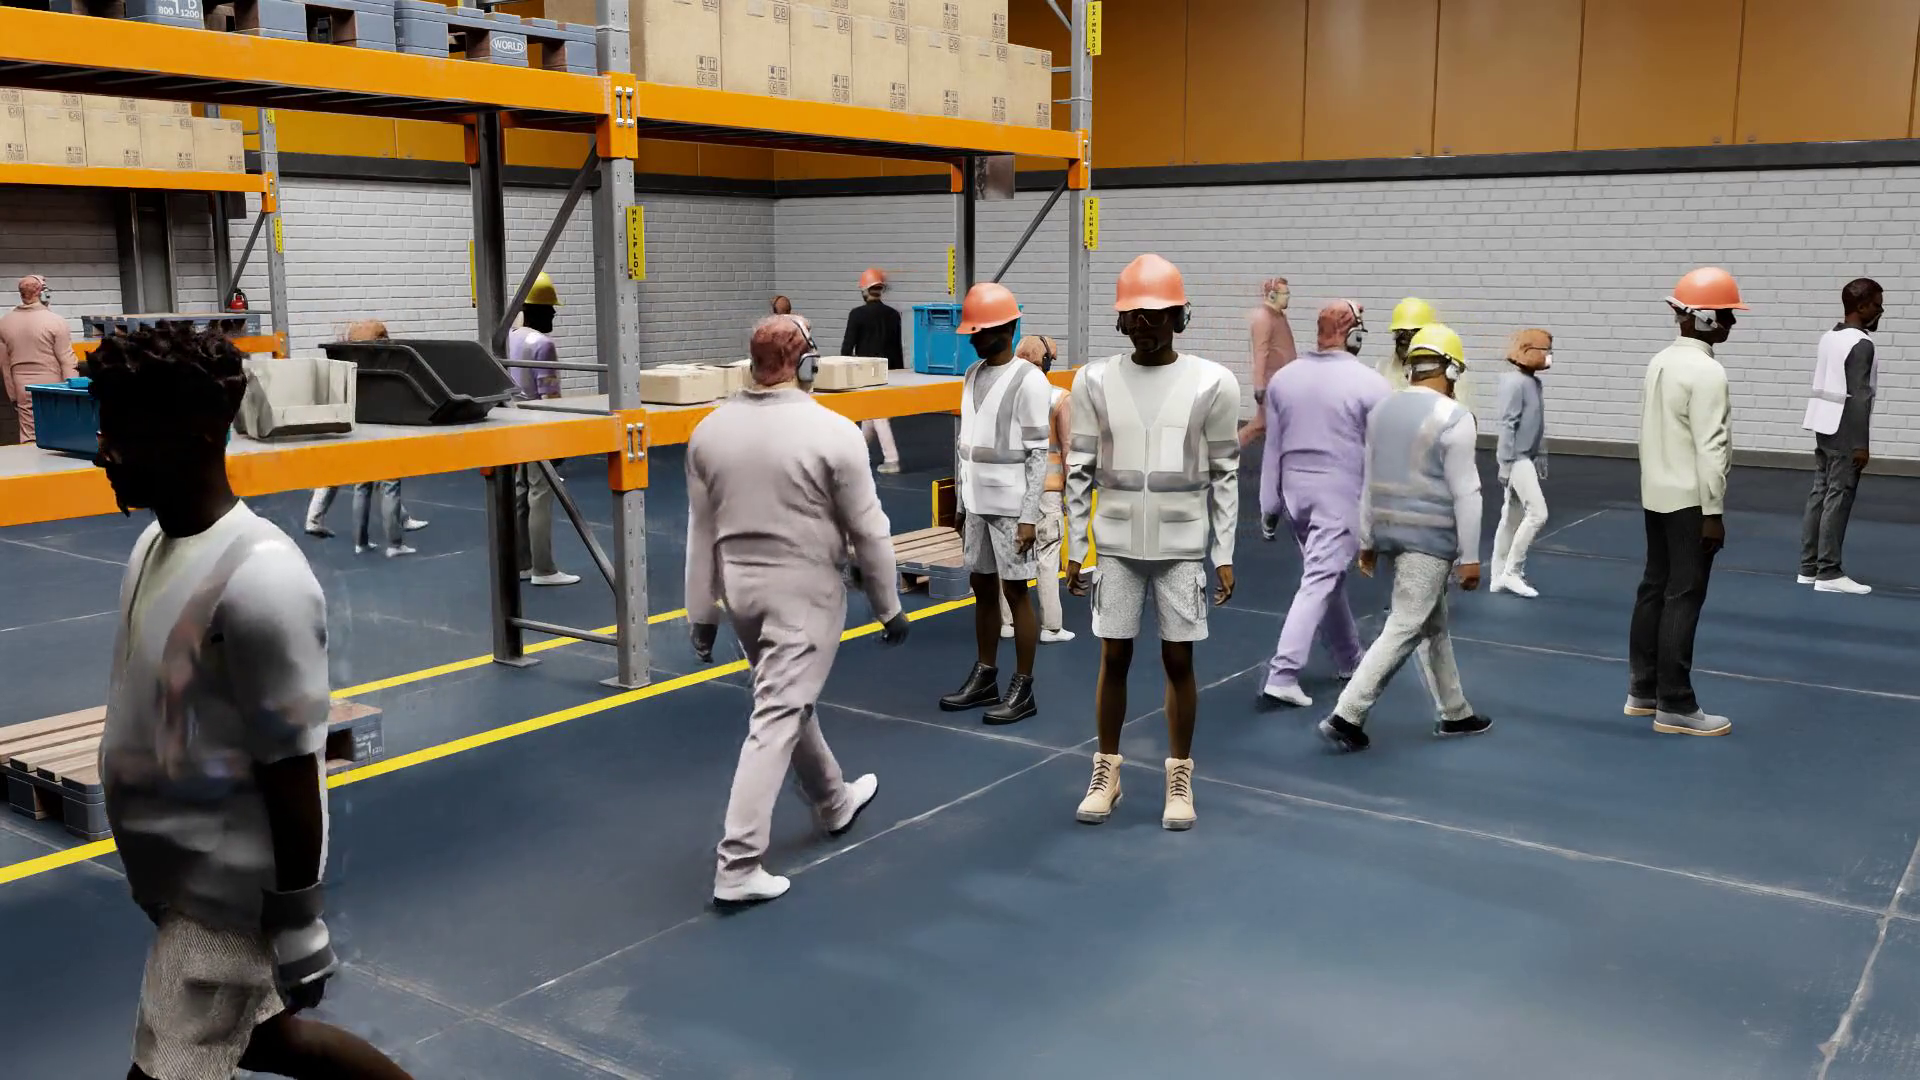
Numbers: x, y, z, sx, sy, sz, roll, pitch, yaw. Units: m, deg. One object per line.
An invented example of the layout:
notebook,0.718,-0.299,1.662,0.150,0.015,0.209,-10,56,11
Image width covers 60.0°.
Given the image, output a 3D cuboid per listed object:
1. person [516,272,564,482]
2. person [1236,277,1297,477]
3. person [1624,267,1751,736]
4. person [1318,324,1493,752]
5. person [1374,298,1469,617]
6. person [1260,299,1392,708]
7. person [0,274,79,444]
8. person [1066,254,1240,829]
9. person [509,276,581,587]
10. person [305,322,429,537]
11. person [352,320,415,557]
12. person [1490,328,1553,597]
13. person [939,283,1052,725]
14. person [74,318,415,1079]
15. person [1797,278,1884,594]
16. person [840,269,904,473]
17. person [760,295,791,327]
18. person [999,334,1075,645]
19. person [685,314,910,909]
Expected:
person,-3.848,-1.481,15.190,0.370,1.929,0.586,-3,10,-20
person,2.813,-1.476,15.324,0.857,1.881,0.651,4,10,21
person,3.134,-0.167,7.170,0.385,1.993,0.623,0,10,-1
person,1.858,-0.001,6.882,0.902,1.772,0.614,-4,10,-21
person,2.554,-0.449,9.386,0.424,1.816,0.606,-8,12,-39
person,1.718,-0.174,7.665,1.039,1.853,0.656,-8,12,-40
person,-7.417,-1.188,13.498,0.641,1.913,0.407,1,10,9
person,0.671,0.020,5.911,0.616,2.041,0.382,2,10,14
person,-2.643,-0.676,10.402,0.387,1.926,0.591,-8,13,-40
person,-4.419,-0.805,12.181,0.879,1.581,0.603,-6,11,-31
person,-4.005,-0.694,11.443,0.516,1.625,0.367,2,10,12
person,3.417,-0.454,9.971,0.454,1.614,0.529,6,11,32
person,0.149,-0.156,7.304,0.371,1.928,0.543,-7,12,-37
person,-1.280,0.560,3.039,0.922,1.935,0.609,-8,12,-39
person,5.406,-0.641,10.221,0.370,1.916,0.597,1,10,7
person,-0.862,-1.629,16.047,1.030,1.943,0.608,9,13,44
person,-1.957,-1.874,18.384,0.522,1.642,0.306,-3,10,-15
person,0.385,-0.264,8.804,0.525,1.639,0.307,6,11,30
person,-0.529,0.197,5.433,0.654,1.844,1.046,6,11,31
